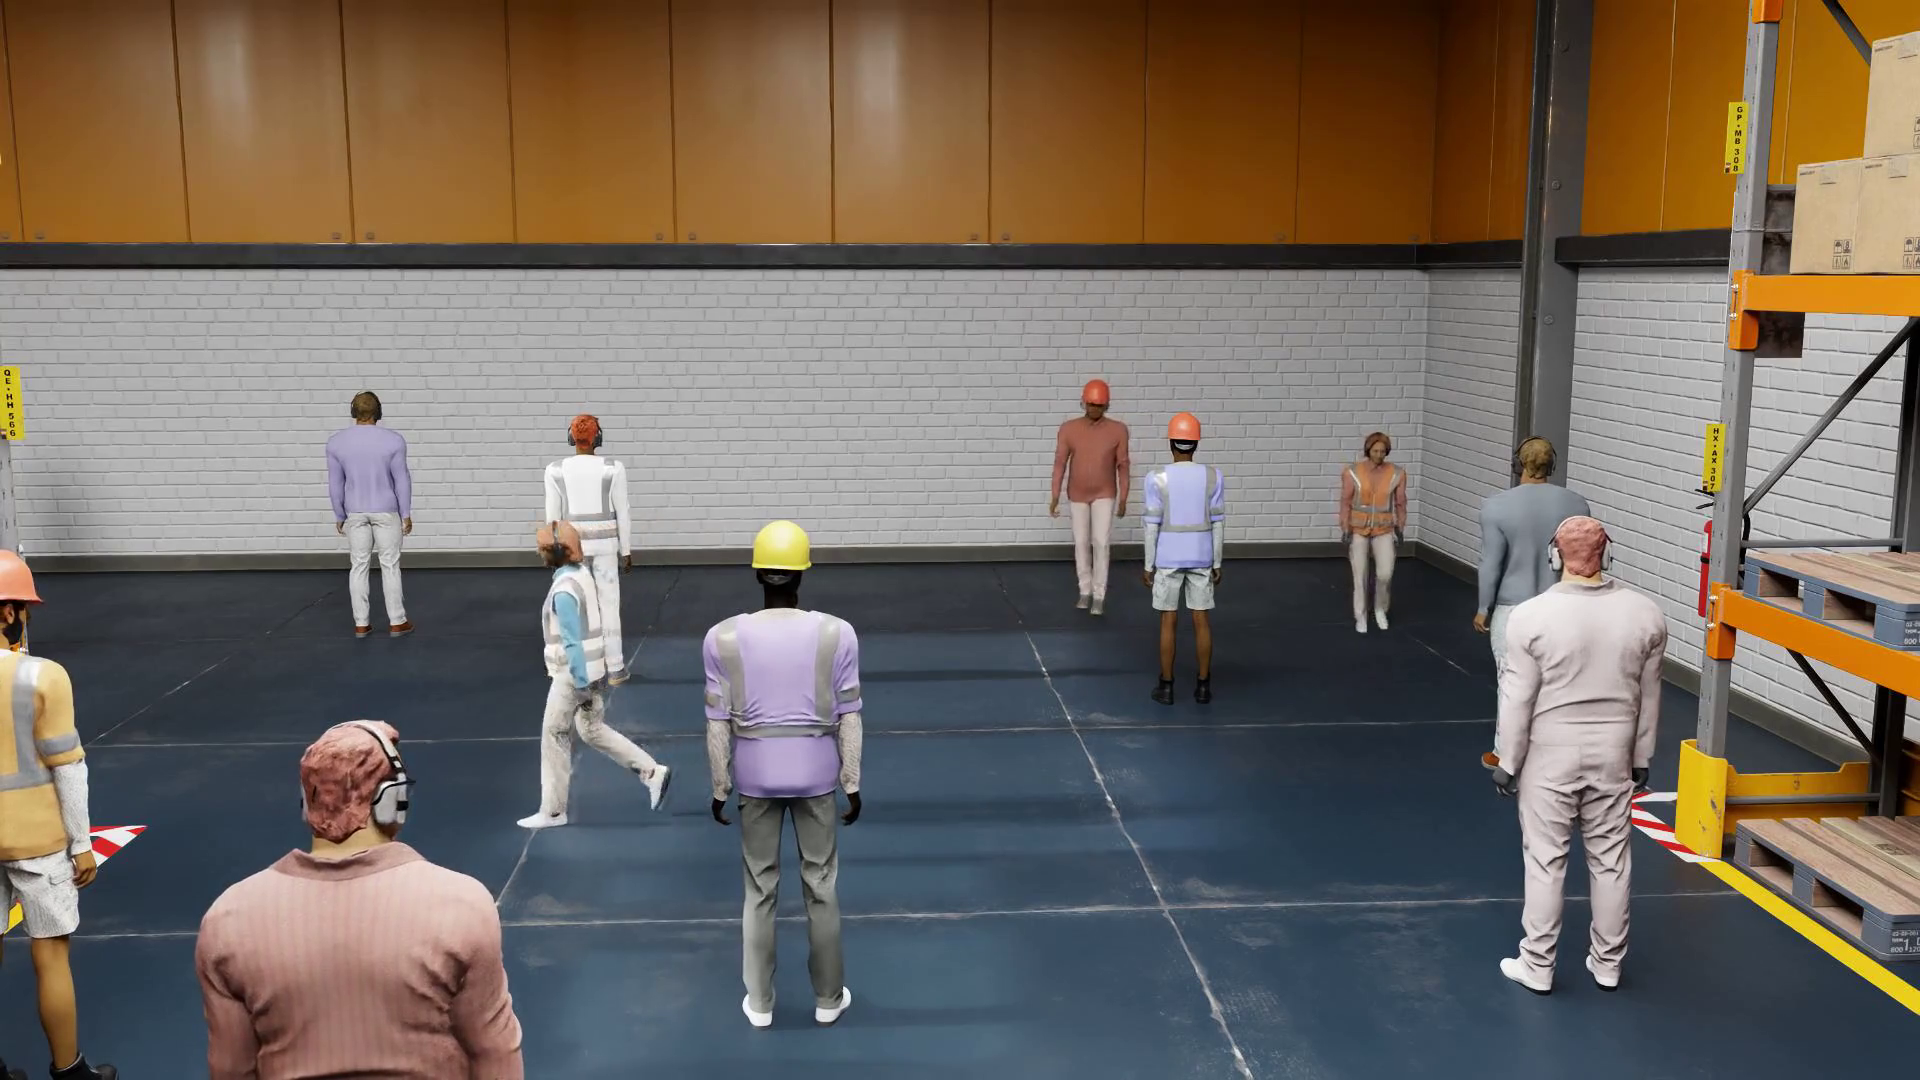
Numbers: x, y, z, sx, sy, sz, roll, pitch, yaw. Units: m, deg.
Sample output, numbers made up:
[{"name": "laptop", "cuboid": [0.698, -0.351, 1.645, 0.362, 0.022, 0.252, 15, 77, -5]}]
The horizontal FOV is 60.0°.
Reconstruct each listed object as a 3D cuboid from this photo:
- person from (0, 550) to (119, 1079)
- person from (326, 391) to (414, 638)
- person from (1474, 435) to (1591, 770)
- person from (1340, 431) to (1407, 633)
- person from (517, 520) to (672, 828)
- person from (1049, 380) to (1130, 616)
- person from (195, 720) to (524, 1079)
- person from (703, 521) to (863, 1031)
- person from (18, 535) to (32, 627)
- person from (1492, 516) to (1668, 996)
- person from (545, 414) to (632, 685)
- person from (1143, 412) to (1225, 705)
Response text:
[{"name": "person", "cuboid": [-3.175, 0.994, 5.573, 0.542, 1.928, 0.374, -1, 9, -3]}, {"name": "person", "cuboid": [-4.600, -0.198, 13.020, 0.627, 1.940, 0.370, -1, 9, -3]}, {"name": "person", "cuboid": [3.218, 0.376, 9.415, 0.627, 1.940, 0.370, -1, 9, -3]}, {"name": "person", "cuboid": [3.251, -0.054, 13.124, 0.519, 1.621, 0.394, 1, 9, 9]}, {"name": "person", "cuboid": [-1.894, 0.683, 8.501, 0.703, 1.608, 0.511, 0, 9, 0]}, {"name": "person", "cuboid": [1.075, -0.353, 13.908, 0.635, 1.958, 0.806, 2, 9, 13]}, {"name": "person", "cuboid": [-1.252, 1.322, 3.597, 0.636, 1.902, 0.406, -1, 9, -3]}, {"name": "person", "cuboid": [-0.656, 0.886, 6.246, 0.584, 1.928, 0.372, -1, 9, -3]}, {"name": "person", "cuboid": [-5.688, 0.340, 9.675, 0.542, 1.928, 0.374, -1, 9, -3]}, {"name": "person", "cuboid": [2.417, 0.850, 6.565, 0.636, 1.902, 0.406, -1, 9, -3]}, {"name": "person", "cuboid": [-2.553, 0.074, 11.486, 0.572, 1.883, 0.353, -1, 9, -3]}, {"name": "person", "cuboid": [1.468, 0.126, 10.985, 0.542, 1.939, 0.363, -1, 9, -3]}]
